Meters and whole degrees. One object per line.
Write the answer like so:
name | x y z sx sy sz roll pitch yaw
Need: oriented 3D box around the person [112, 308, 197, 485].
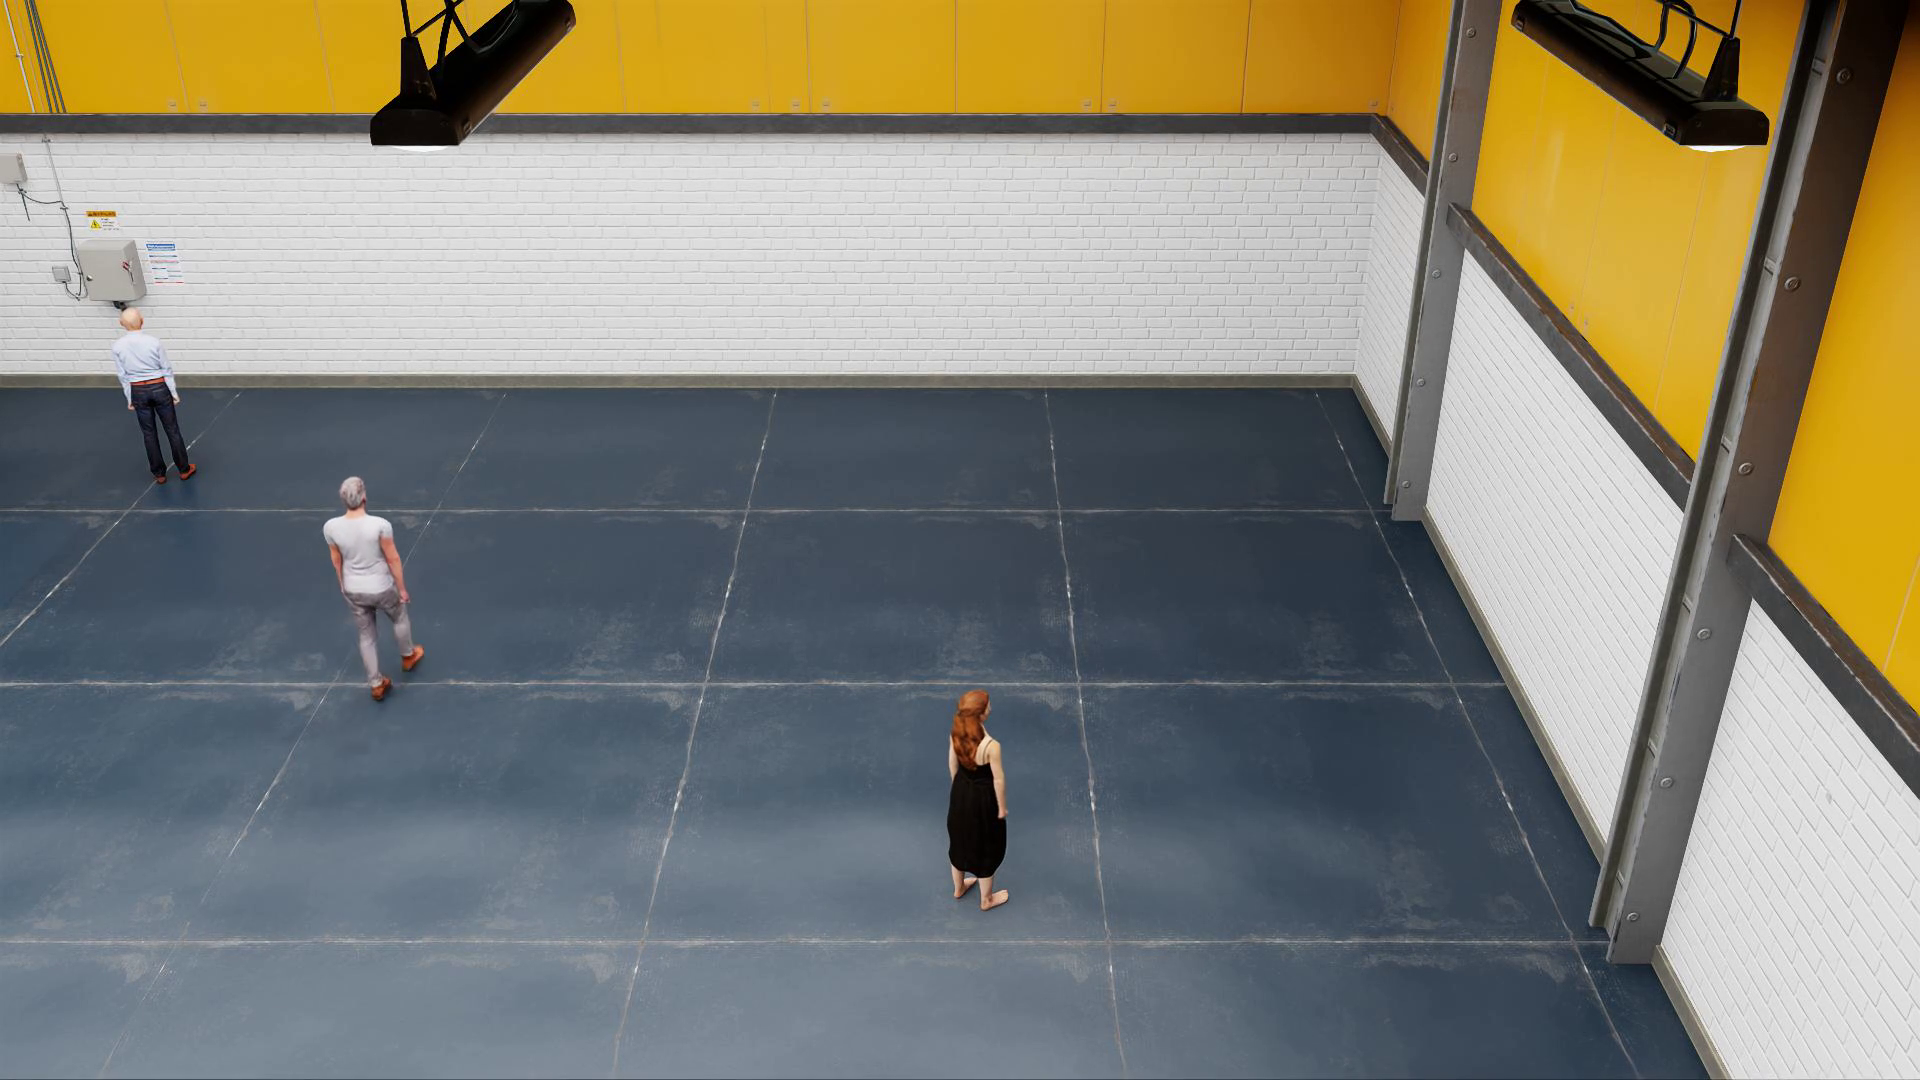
person | -7.864 -1.408 16.176 0.710 1.792 0.688 -10 30 -17

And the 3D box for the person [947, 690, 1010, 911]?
person | 0.092 1.669 10.708 0.676 1.626 0.722 20 35 33

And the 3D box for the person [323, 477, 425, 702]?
person | -4.565 0.422 12.808 0.722 1.804 0.890 0 29 0
